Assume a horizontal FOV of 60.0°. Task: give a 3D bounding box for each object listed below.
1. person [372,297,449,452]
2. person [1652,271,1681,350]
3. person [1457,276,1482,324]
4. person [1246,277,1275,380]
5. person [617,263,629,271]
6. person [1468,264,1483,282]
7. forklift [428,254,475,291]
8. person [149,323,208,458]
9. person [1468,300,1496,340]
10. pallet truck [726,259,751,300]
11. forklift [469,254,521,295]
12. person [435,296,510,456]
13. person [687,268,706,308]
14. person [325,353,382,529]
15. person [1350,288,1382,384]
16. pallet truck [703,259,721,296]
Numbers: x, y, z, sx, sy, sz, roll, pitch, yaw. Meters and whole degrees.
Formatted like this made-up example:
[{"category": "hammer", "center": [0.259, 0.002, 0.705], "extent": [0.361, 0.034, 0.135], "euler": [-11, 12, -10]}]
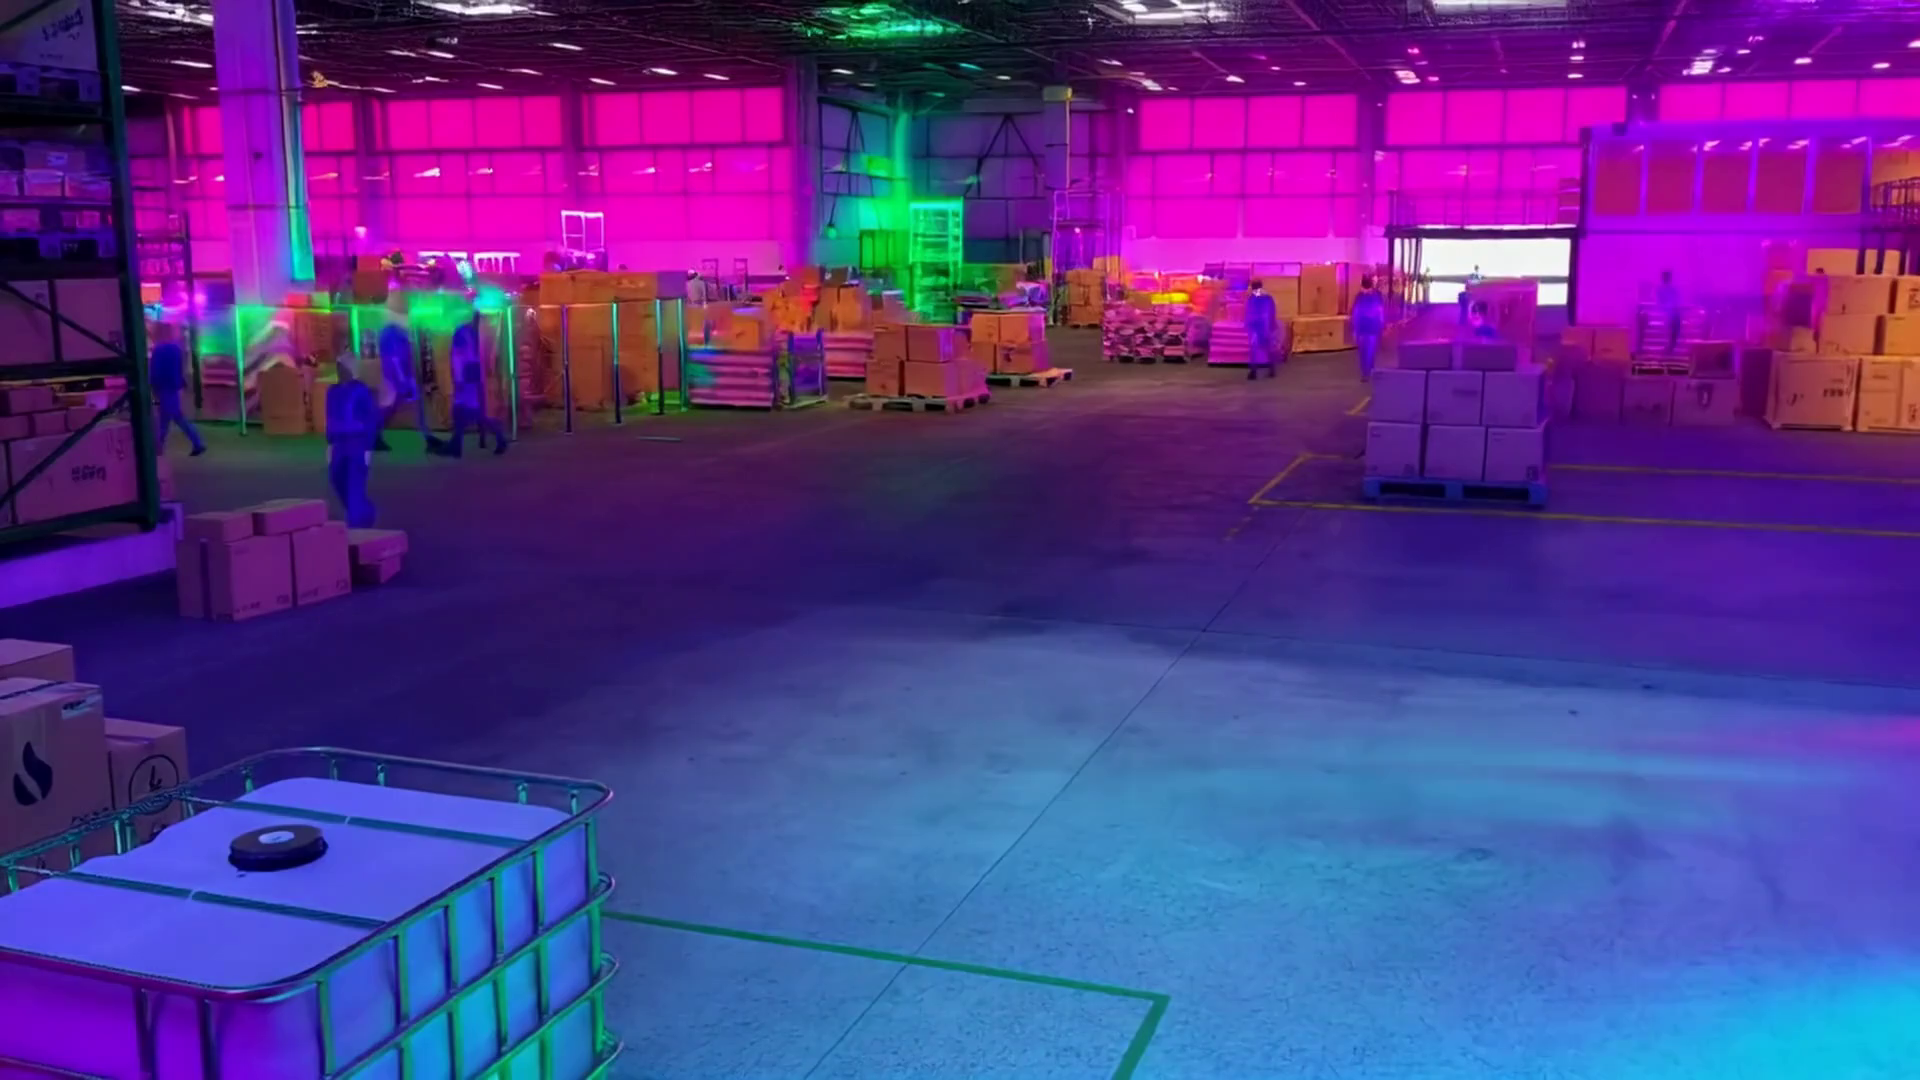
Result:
[{"category": "person", "center": [-6.748, -1.987, 20.097], "extent": [1.036, 1.885, 0.552], "euler": [3, 10, 15]}, {"category": "person", "center": [15.951, -5.125, 37.650], "extent": [0.974, 1.910, 0.611], "euler": [-7, 12, -34]}, {"category": "person", "center": [9.904, -4.155, 32.240], "extent": [0.594, 1.904, 0.677], "euler": [8, 13, 38]}, {"category": "person", "center": [5.609, -3.939, 31.012], "extent": [0.550, 1.909, 0.870], "euler": [6, 11, 29]}, {"category": "person", "center": [-8.599, -6.097, 42.806], "extent": [0.614, 2.026, 0.475], "euler": [9, 13, 41]}, {"category": "person", "center": [17.591, -8.473, 56.730], "extent": [0.539, 1.832, 0.483], "euler": [6, 12, 31]}, {"category": "forklift", "center": [-20.133, -10.254, 65.465], "extent": [1.157, 1.987, 2.680], "euler": [3, 11, 19]}, {"category": "person", "center": [-9.288, -1.754, 19.587], "extent": [0.833, 1.599, 0.515], "euler": [1, 10, 4]}, {"category": "person", "center": [6.201, -1.908, 19.715], "extent": [0.474, 1.849, 0.599], "euler": [7, 12, 34]}, {"category": "pallet truck", "center": [-7.986, -9.493, 62.019], "extent": [0.823, 1.965, 1.885], "euler": [3, 11, 17]}, {"category": "forklift", "center": [-17.990, -10.121, 64.684], "extent": [1.157, 1.987, 2.680], "euler": [3, 11, 17]}, {"category": "person", "center": [-5.796, -1.924, 19.667], "extent": [0.835, 1.908, 0.551], "euler": [-1, 10, -7]}, {"category": "person", "center": [-7.272, -6.407, 45.013], "extent": [0.677, 1.862, 0.935], "euler": [5, 11, 24]}, {"category": "person", "center": [-5.040, -0.746, 13.814], "extent": [0.531, 1.620, 0.557], "euler": [5, 11, 24]}, {"category": "person", "center": [7.333, -3.683, 30.063], "extent": [0.543, 1.715, 0.898], "euler": [4, 11, 22]}, {"category": "pallet truck", "center": [-9.165, -9.627, 62.776], "extent": [0.823, 1.965, 1.885], "euler": [4, 11, 23]}]
